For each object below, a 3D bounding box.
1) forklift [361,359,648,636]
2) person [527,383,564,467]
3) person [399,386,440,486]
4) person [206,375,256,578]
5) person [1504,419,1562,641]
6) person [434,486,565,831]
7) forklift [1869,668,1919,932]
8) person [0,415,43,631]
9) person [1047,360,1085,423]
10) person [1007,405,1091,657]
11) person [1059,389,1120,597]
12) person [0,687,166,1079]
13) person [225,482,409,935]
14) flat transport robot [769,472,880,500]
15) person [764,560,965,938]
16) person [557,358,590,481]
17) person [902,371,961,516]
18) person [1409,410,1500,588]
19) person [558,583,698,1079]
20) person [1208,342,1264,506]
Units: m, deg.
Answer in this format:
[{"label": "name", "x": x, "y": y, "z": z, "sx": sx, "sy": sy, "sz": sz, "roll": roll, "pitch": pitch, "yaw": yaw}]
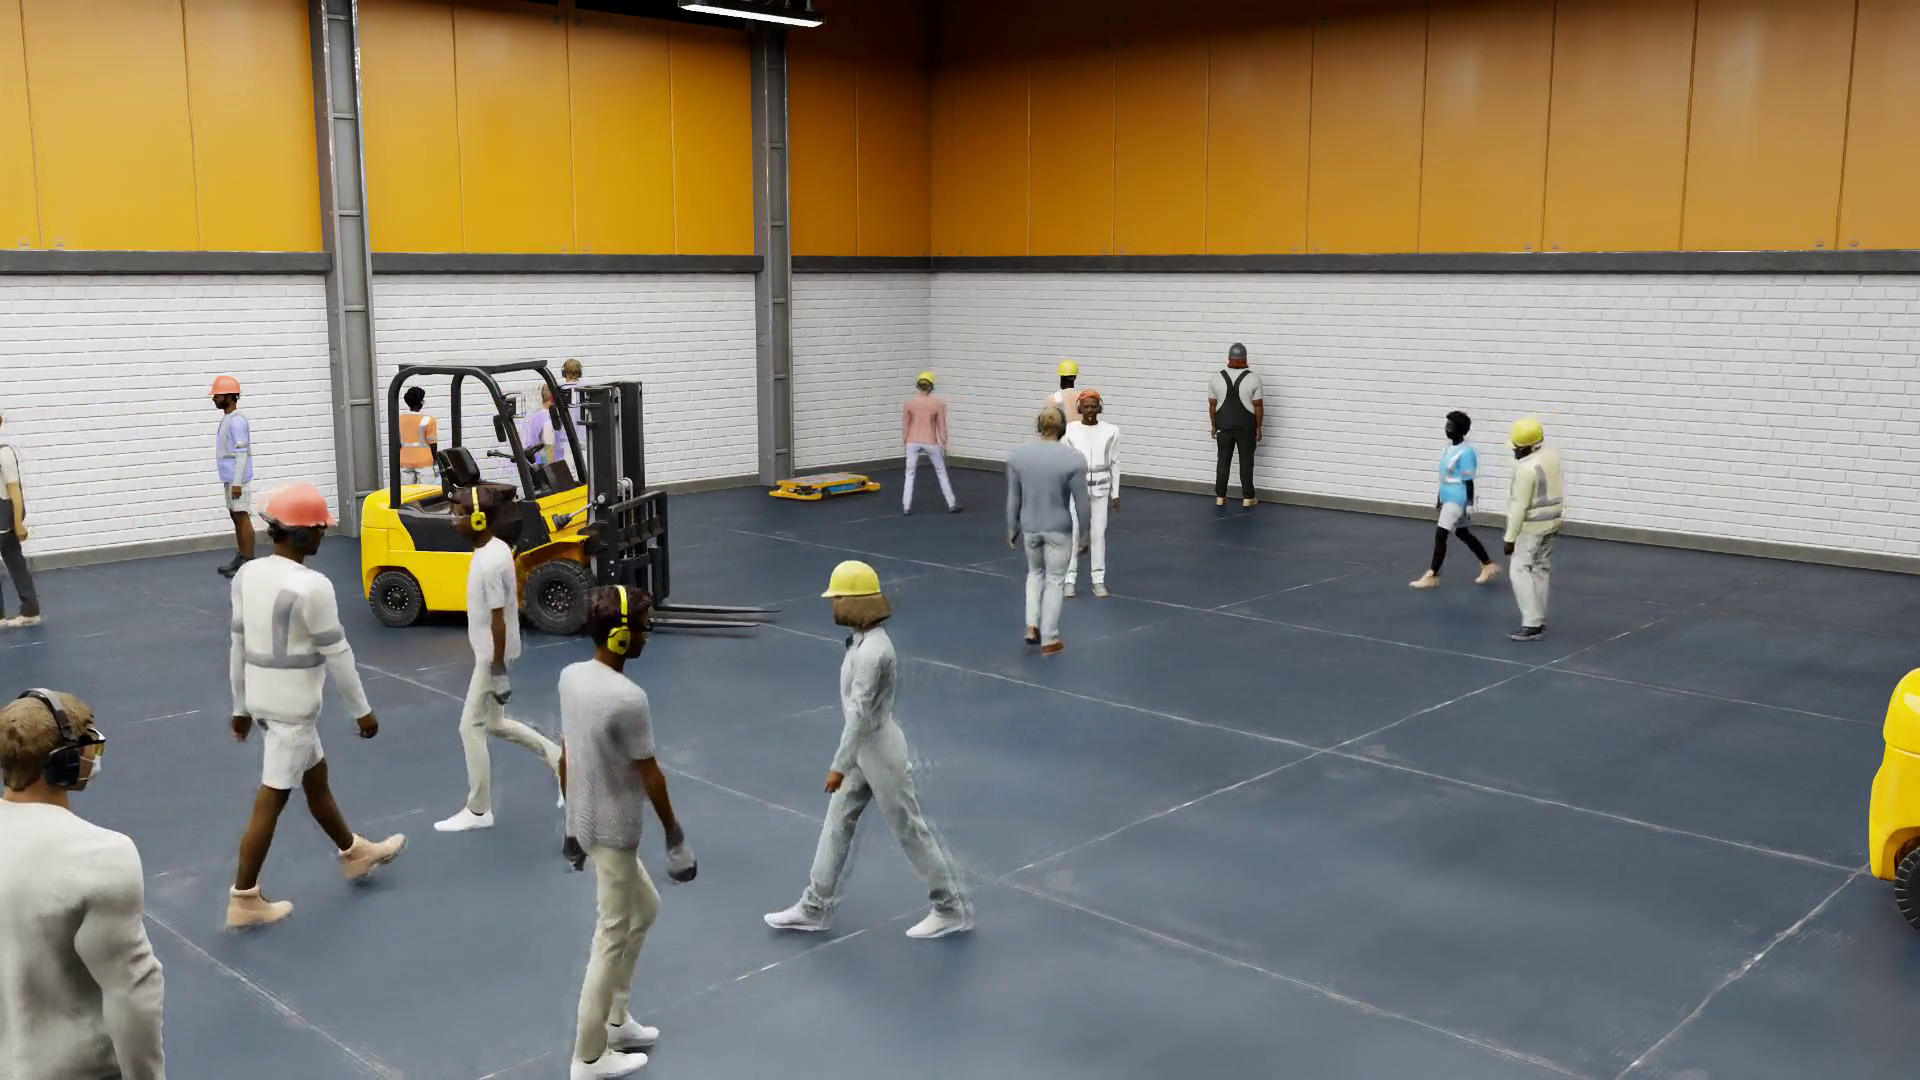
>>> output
[{"label": "forklift", "x": -3.850, "y": -0.407, "z": 13.936, "sx": 2.313, "sy": 2.155, "sz": 1.214, "roll": 2, "pitch": 9, "yaw": 11}, {"label": "person", "x": -4.119, "y": -0.660, "z": 16.630, "sx": 0.450, "sy": 1.822, "sz": 0.612, "roll": -4, "pitch": 10, "yaw": -21}, {"label": "person", "x": -5.864, "y": -0.812, "z": 17.975, "sx": 0.530, "sy": 1.689, "sz": 0.321, "roll": 3, "pitch": 10, "yaw": 17}, {"label": "person", "x": -6.972, "y": -0.606, "z": 15.941, "sx": 0.358, "sy": 1.938, "sz": 0.545, "roll": -6, "pitch": 11, "yaw": -33}, {"label": "person", "x": 4.575, "y": -0.089, "z": 13.301, "sx": 0.652, "sy": 1.780, "sz": 0.406, "roll": -9, "pitch": 13, "yaw": -44}, {"label": "person", "x": -2.399, "y": 0.616, "z": 8.751, "sx": 0.706, "sy": 1.840, "sz": 0.513, "roll": -2, "pitch": 9, "yaw": -11}, {"label": "forklift", "x": 5.205, "y": 0.723, "z": 7.013, "sx": 2.313, "sy": 2.155, "sz": 1.214, "roll": 9, "pitch": 13, "yaw": 43}, {"label": "person", "x": -7.880, "y": -0.150, "z": 13.498, "sx": 0.720, "sy": 1.818, "sz": 0.504, "roll": -8, "pitch": 12, "yaw": -39}, {"label": "person", "x": 1.230, "y": -1.072, "z": 18.825, "sx": 0.590, "sy": 1.930, "sz": 0.359, "roll": -5, "pitch": 10, "yaw": -27}, {"label": "person", "x": 0.689, "y": -0.068, "z": 12.700, "sx": 0.652, "sy": 1.921, "sz": 0.465, "roll": 4, "pitch": 10, "yaw": 25}, {"label": "person", "x": 1.152, "y": -0.419, "z": 14.962, "sx": 0.585, "sy": 1.882, "sz": 0.337, "roll": -1, "pitch": 9, "yaw": -5}, {"label": "person", "x": -2.235, "y": 1.318, "z": 4.140, "sx": 0.635, "sy": 1.937, "sz": 0.353, "roll": 3, "pitch": 10, "yaw": 18}, {"label": "person", "x": -2.958, "y": 0.729, "z": 7.590, "sx": 0.618, "sy": 1.986, "sz": 1.035, "roll": 8, "pitch": 12, "yaw": 39}, {"label": "flat transport robot", "x": -1.757, "y": -0.710, "z": 21.680, "sx": 0.652, "sy": 0.197, "sz": 1.431, "roll": 7, "pitch": 12, "yaw": 38}, {"label": "person", "x": -0.389, "y": 0.928, "z": 7.285, "sx": 0.877, "sy": 1.693, "sz": 0.495, "roll": -2, "pitch": 9, "yaw": -11}, {"label": "person", "x": -4.399, "y": -1.106, "z": 19.006, "sx": 0.636, "sy": 1.939, "sz": 0.363, "roll": -6, "pitch": 11, "yaw": -33}, {"label": "person", "x": -0.372, "y": -1.159, "z": 19.984, "sx": 0.672, "sy": 1.734, "sz": 0.462, "roll": 1, "pitch": 9, "yaw": 6}, {"label": "person", "x": 4.635, "y": -0.377, "z": 15.389, "sx": 0.865, "sy": 1.663, "sz": 0.534, "roll": 0, "pitch": 9, "yaw": -2}, {"label": "person", "x": -1.200, "y": 1.062, "z": 6.020, "sx": 0.581, "sy": 1.845, "sz": 0.510, "roll": -7, "pitch": 11, "yaw": -36}, {"label": "person", "x": 3.467, "y": -1.447, "z": 20.786, "sx": 0.688, "sy": 2.000, "sz": 0.539, "roll": 4, "pitch": 10, "yaw": 23}]
